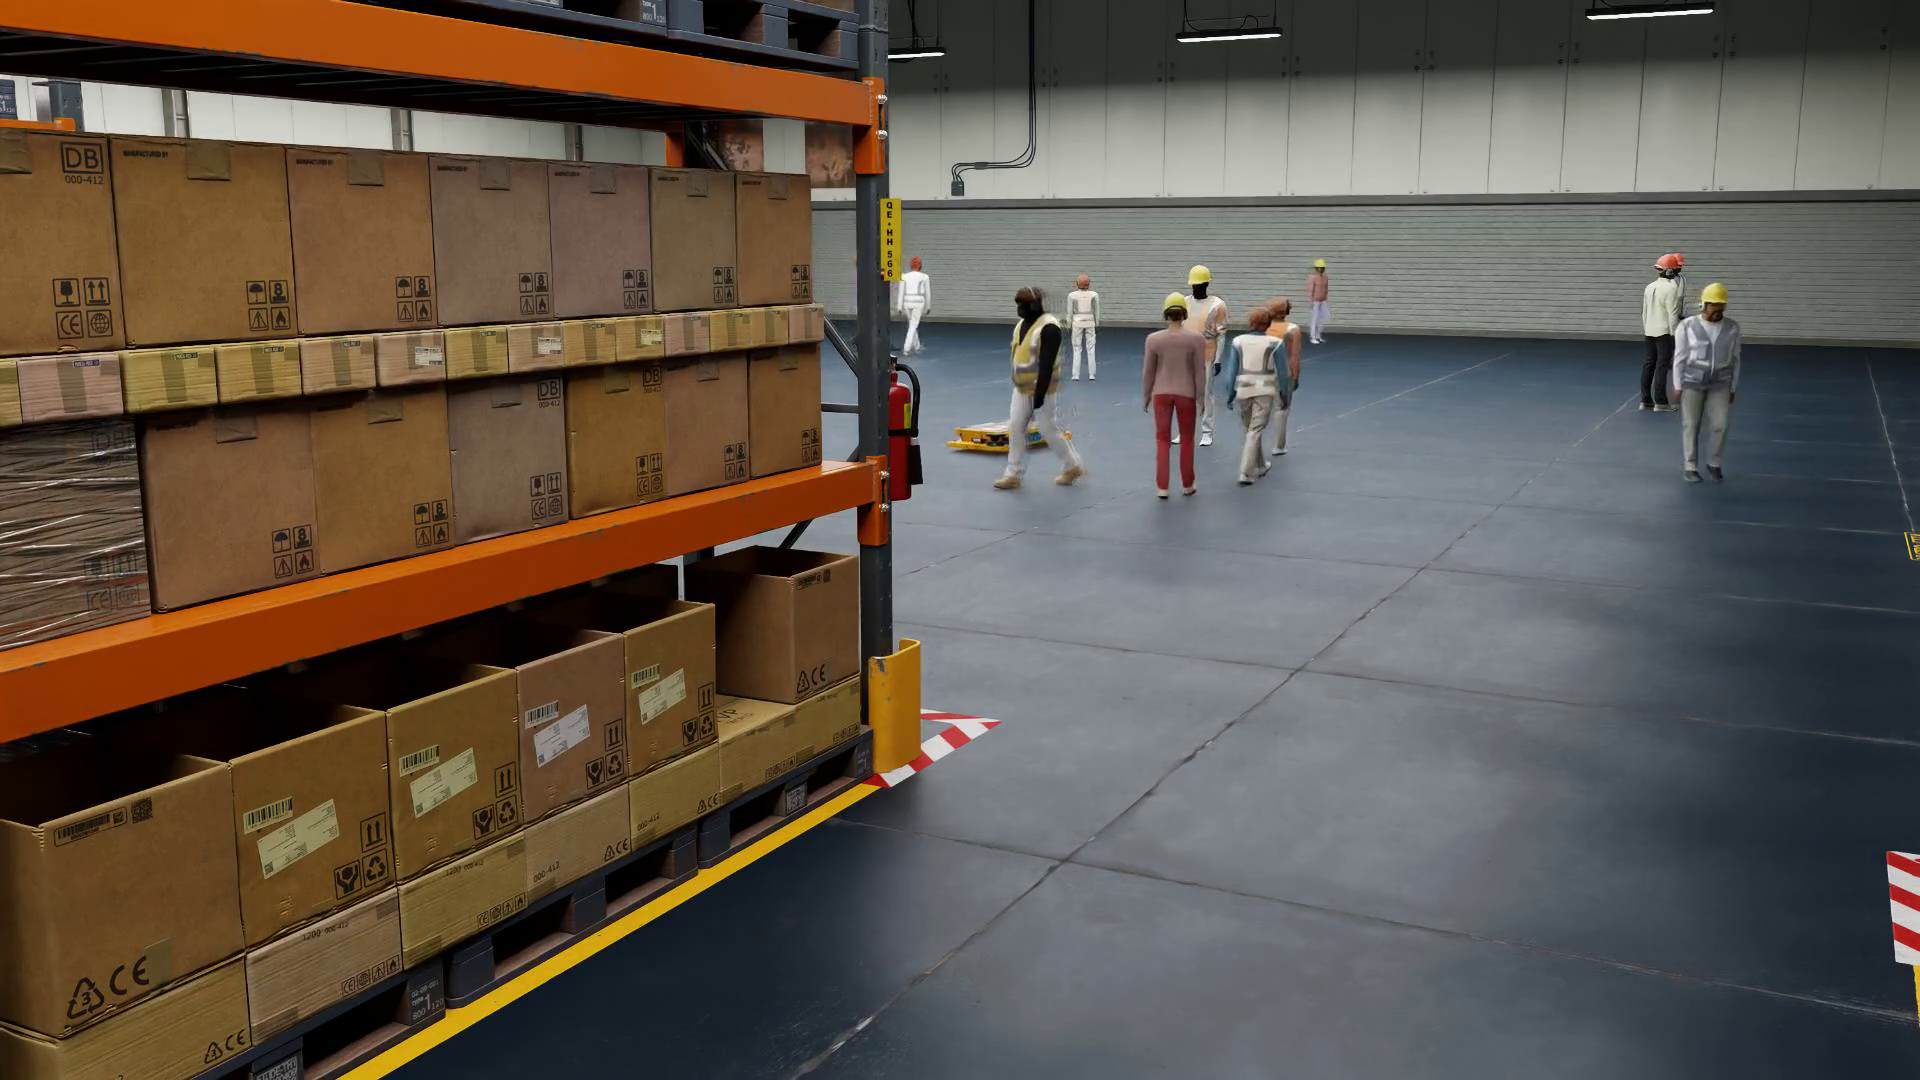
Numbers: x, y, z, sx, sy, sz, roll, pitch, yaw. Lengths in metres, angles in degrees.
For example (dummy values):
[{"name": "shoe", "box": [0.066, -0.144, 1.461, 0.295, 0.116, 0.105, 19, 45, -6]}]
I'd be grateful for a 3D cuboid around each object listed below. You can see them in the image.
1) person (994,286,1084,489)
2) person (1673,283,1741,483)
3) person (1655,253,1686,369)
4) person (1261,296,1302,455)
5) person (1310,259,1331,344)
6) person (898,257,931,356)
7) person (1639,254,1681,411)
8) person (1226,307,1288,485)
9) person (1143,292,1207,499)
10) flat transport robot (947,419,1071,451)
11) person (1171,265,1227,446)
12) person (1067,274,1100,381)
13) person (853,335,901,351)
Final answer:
[{"name": "person", "box": [0.724, -1.348, 14.752, 0.818, 1.806, 0.636, -7, 12, -32]}, {"name": "person", "box": [6.760, -1.409, 15.061, 0.595, 1.817, 0.481, 2, 11, 10]}, {"name": "person", "box": [11.875, -3.801, 27.751, 0.543, 1.939, 0.360, -4, 11, -22]}, {"name": "person", "box": [3.192, -1.657, 16.883, 0.531, 1.629, 0.450, 6, 12, 30]}, {"name": "person", "box": [7.448, -4.939, 34.468, 0.544, 1.750, 0.391, -7, 12, -32]}, {"name": "person", "box": [-0.861, -4.353, 31.063, 0.593, 1.834, 1.008, 5, 12, 26]}, {"name": "person", "box": [8.982, -2.645, 21.287, 0.378, 1.996, 0.610, -2, 11, -13]}, {"name": "person", "box": [2.717, -1.316, 15.125, 0.536, 1.588, 0.884, 7, 12, 32]}, {"name": "person", "box": [1.843, -1.234, 14.253, 0.534, 1.762, 0.428, 2, 11, 11]}, {"name": "flat transport robot", "box": [0.536, -1.122, 17.694, 0.652, 0.197, 1.431, 7, 13, 35]}, {"name": "person", "box": [2.548, -1.970, 17.800, 0.587, 1.925, 0.368, 6, 12, 31]}, {"name": "person", "box": [1.905, -3.282, 25.731, 0.514, 1.642, 0.310, -1, 10, -6]}, {"name": "person", "box": [-1.617, -4.585, 32.140, 0.862, 1.903, 0.559, -1, 10, -7]}]
